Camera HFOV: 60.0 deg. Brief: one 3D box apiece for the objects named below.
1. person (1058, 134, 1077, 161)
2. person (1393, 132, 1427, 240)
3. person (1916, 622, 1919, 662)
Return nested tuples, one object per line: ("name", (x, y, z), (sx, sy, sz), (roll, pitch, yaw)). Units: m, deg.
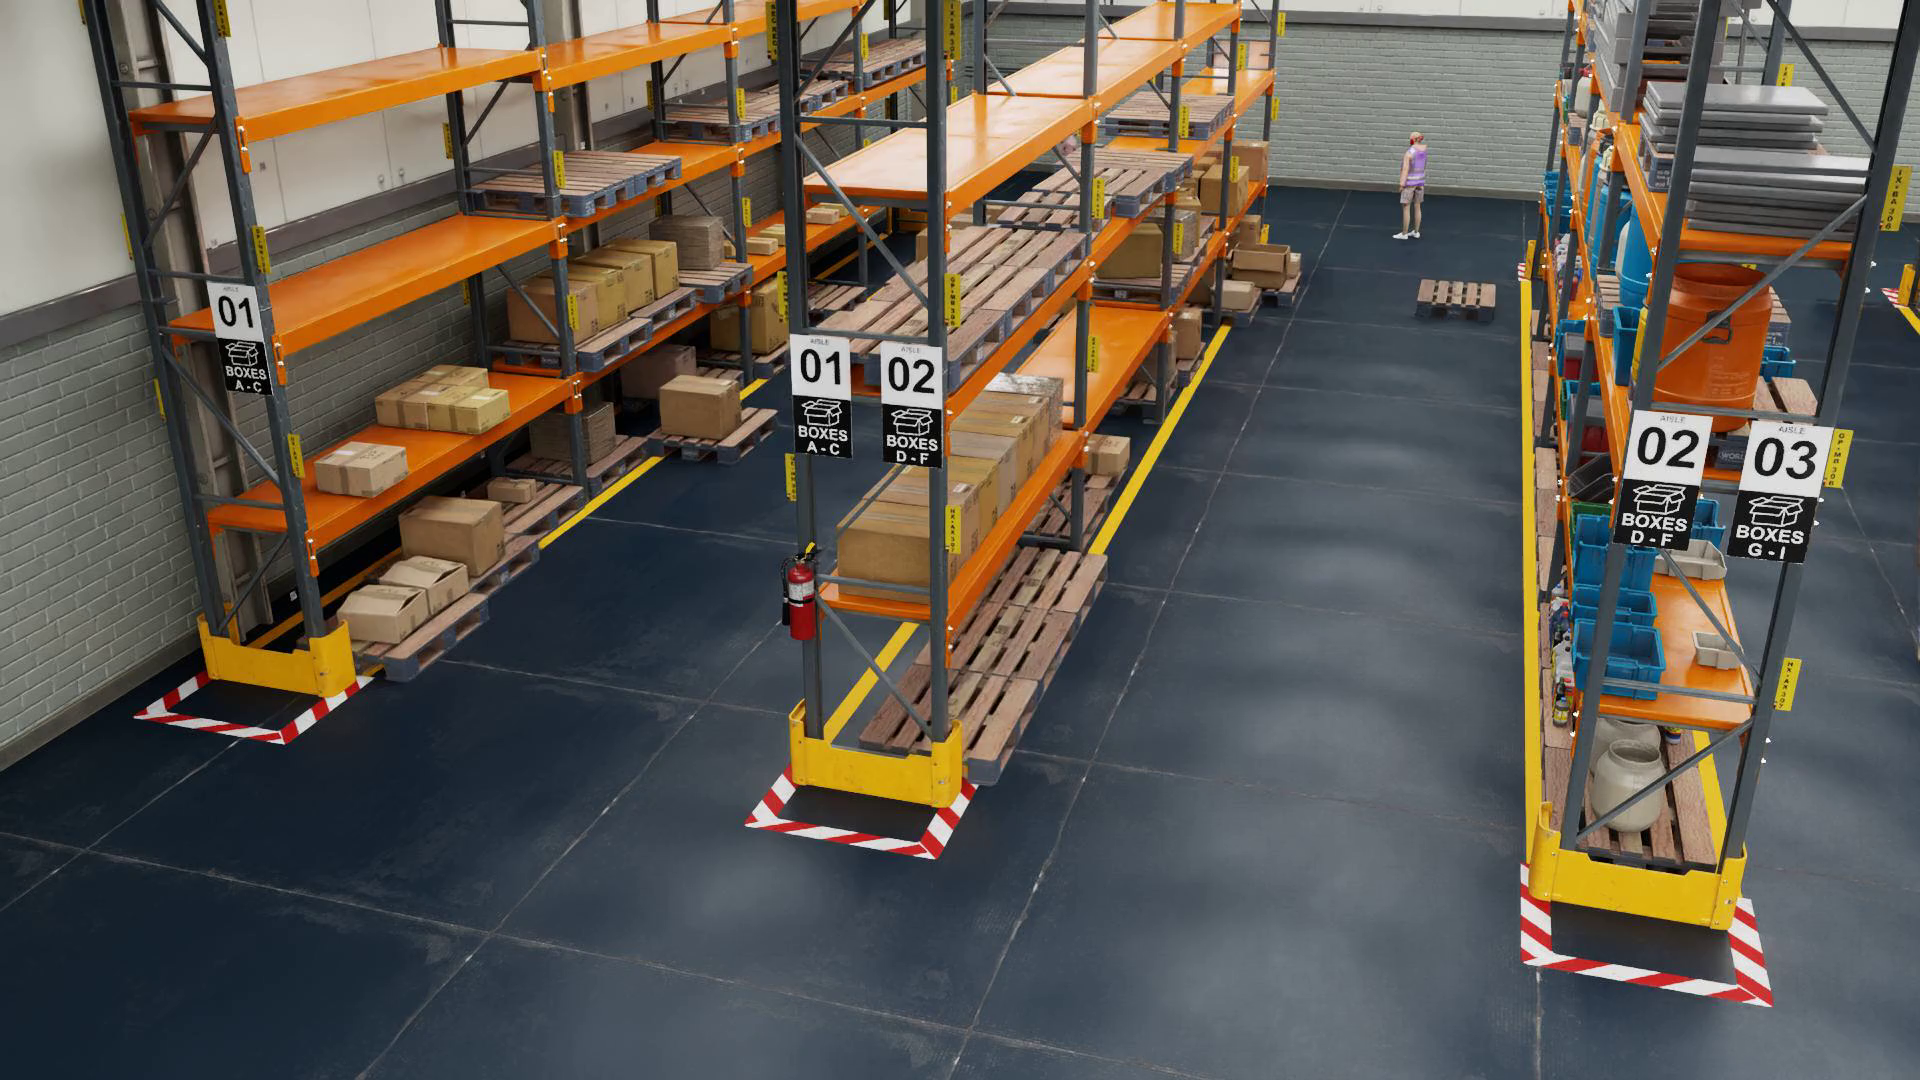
("person", (1.745, -5.912, 26.953), (0.374, 1.799, 0.566), (2, 23, 4))
("person", (7.183, -5.623, 26.422), (0.489, 1.688, 0.352), (-14, 27, -29))
("person", (7.731, 0.174, 12.895), (0.542, 1.750, 0.404), (5, 24, 13))
